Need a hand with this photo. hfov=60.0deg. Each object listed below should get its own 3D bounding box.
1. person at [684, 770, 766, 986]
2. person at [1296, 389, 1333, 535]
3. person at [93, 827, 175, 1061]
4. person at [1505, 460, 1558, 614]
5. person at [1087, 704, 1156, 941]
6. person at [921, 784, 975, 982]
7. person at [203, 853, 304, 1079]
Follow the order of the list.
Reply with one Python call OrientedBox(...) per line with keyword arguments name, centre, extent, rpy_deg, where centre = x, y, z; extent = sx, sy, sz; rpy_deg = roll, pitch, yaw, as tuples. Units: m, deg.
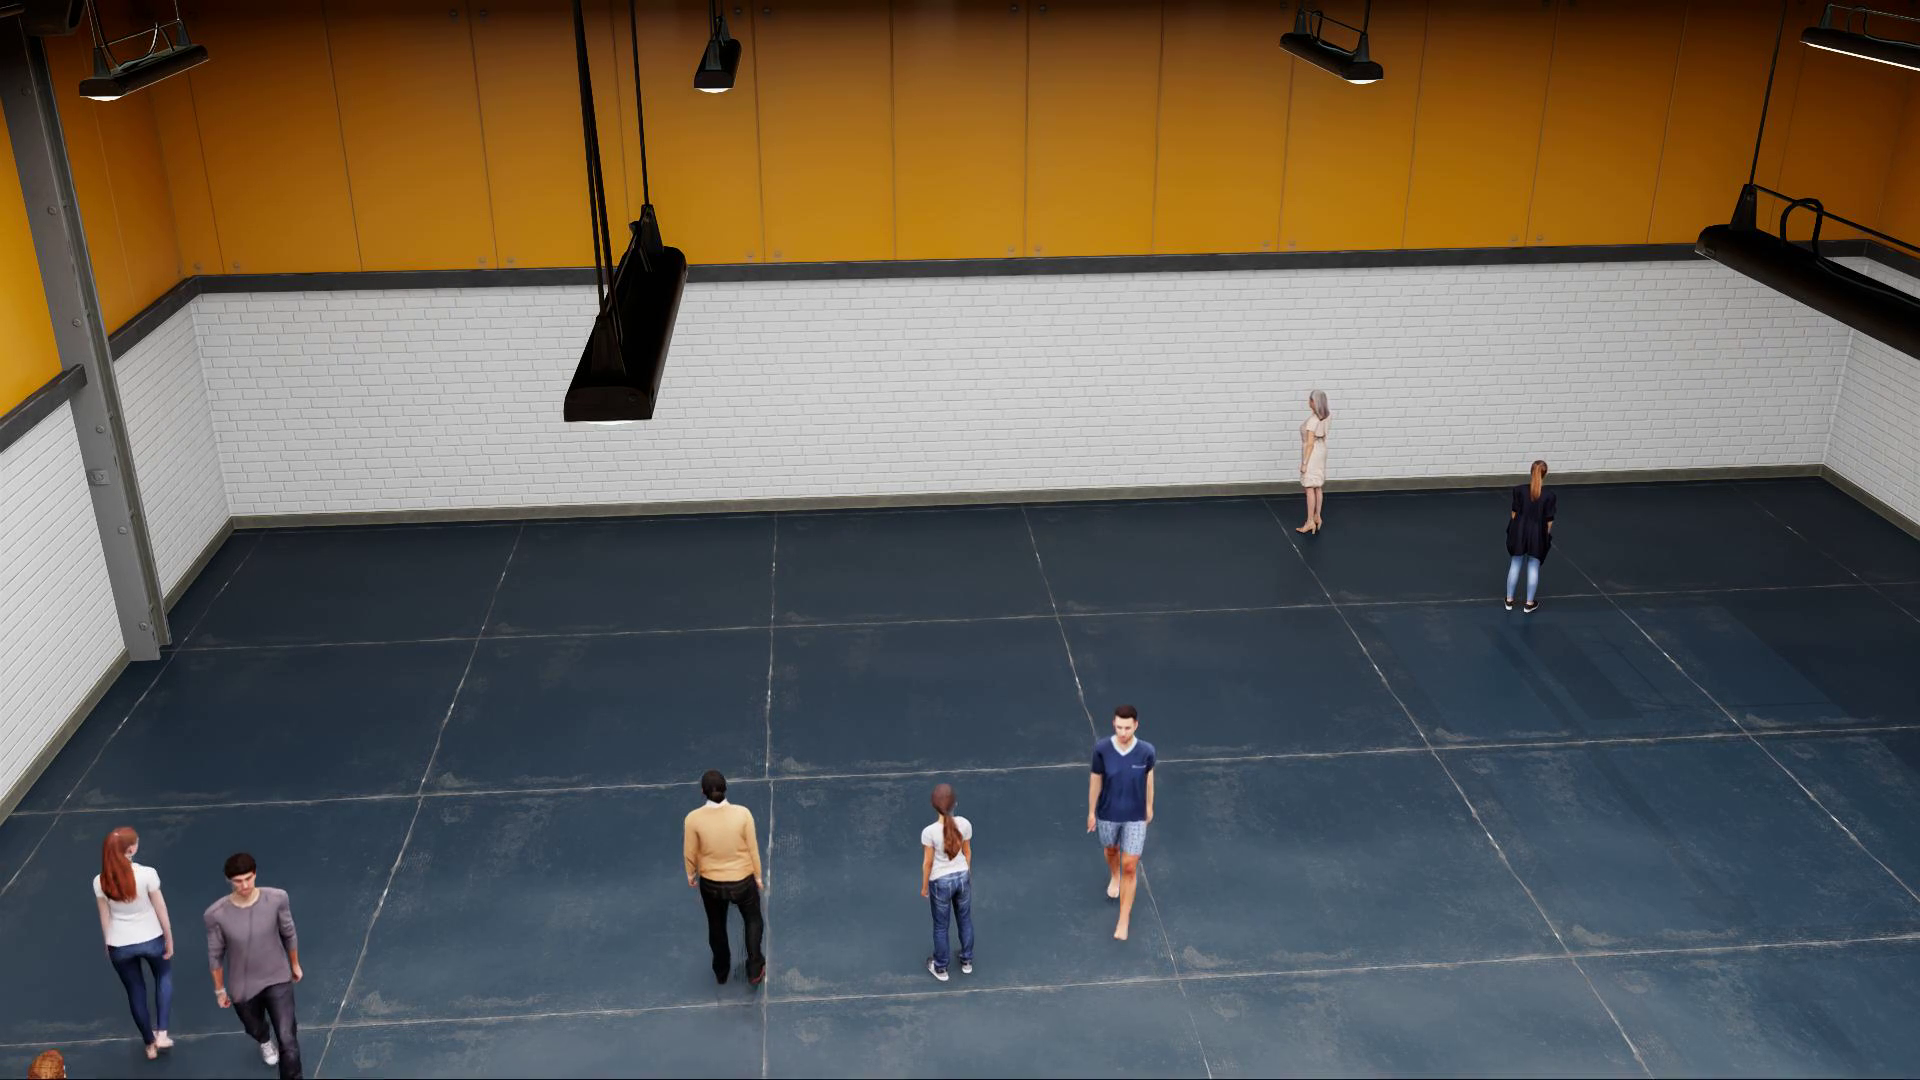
OrientedBox(name="person", centre=(-1.647, 2.418, 11.697), extent=(0.696, 1.748, 0.627), rpy_deg=(-1, 24, -3))
OrientedBox(name="person", centre=(4.115, -0.914, 19.338), extent=(0.747, 1.735, 0.687), rpy_deg=(19, 30, 36))
OrientedBox(name="person", centre=(-5.447, 2.733, 11.005), extent=(0.679, 1.725, 0.730), rpy_deg=(-11, 26, -23))
OrientedBox(name="person", centre=(5.963, -0.049, 17.421), extent=(0.721, 1.684, 0.739), rpy_deg=(12, 26, 26))
OrientedBox(name="person", centre=(1.220, 2.015, 12.561), extent=(0.858, 1.795, 1.225), rpy_deg=(5, 24, 11))
OrientedBox(name="person", centre=(-0.078, 2.432, 11.896), extent=(0.597, 1.563, 0.600), rpy_deg=(-8, 25, -19))
OrientedBox(name="person", centre=(-4.536, 2.795, 10.741), extent=(0.940, 1.824, 1.232), rpy_deg=(-10, 26, -22))
